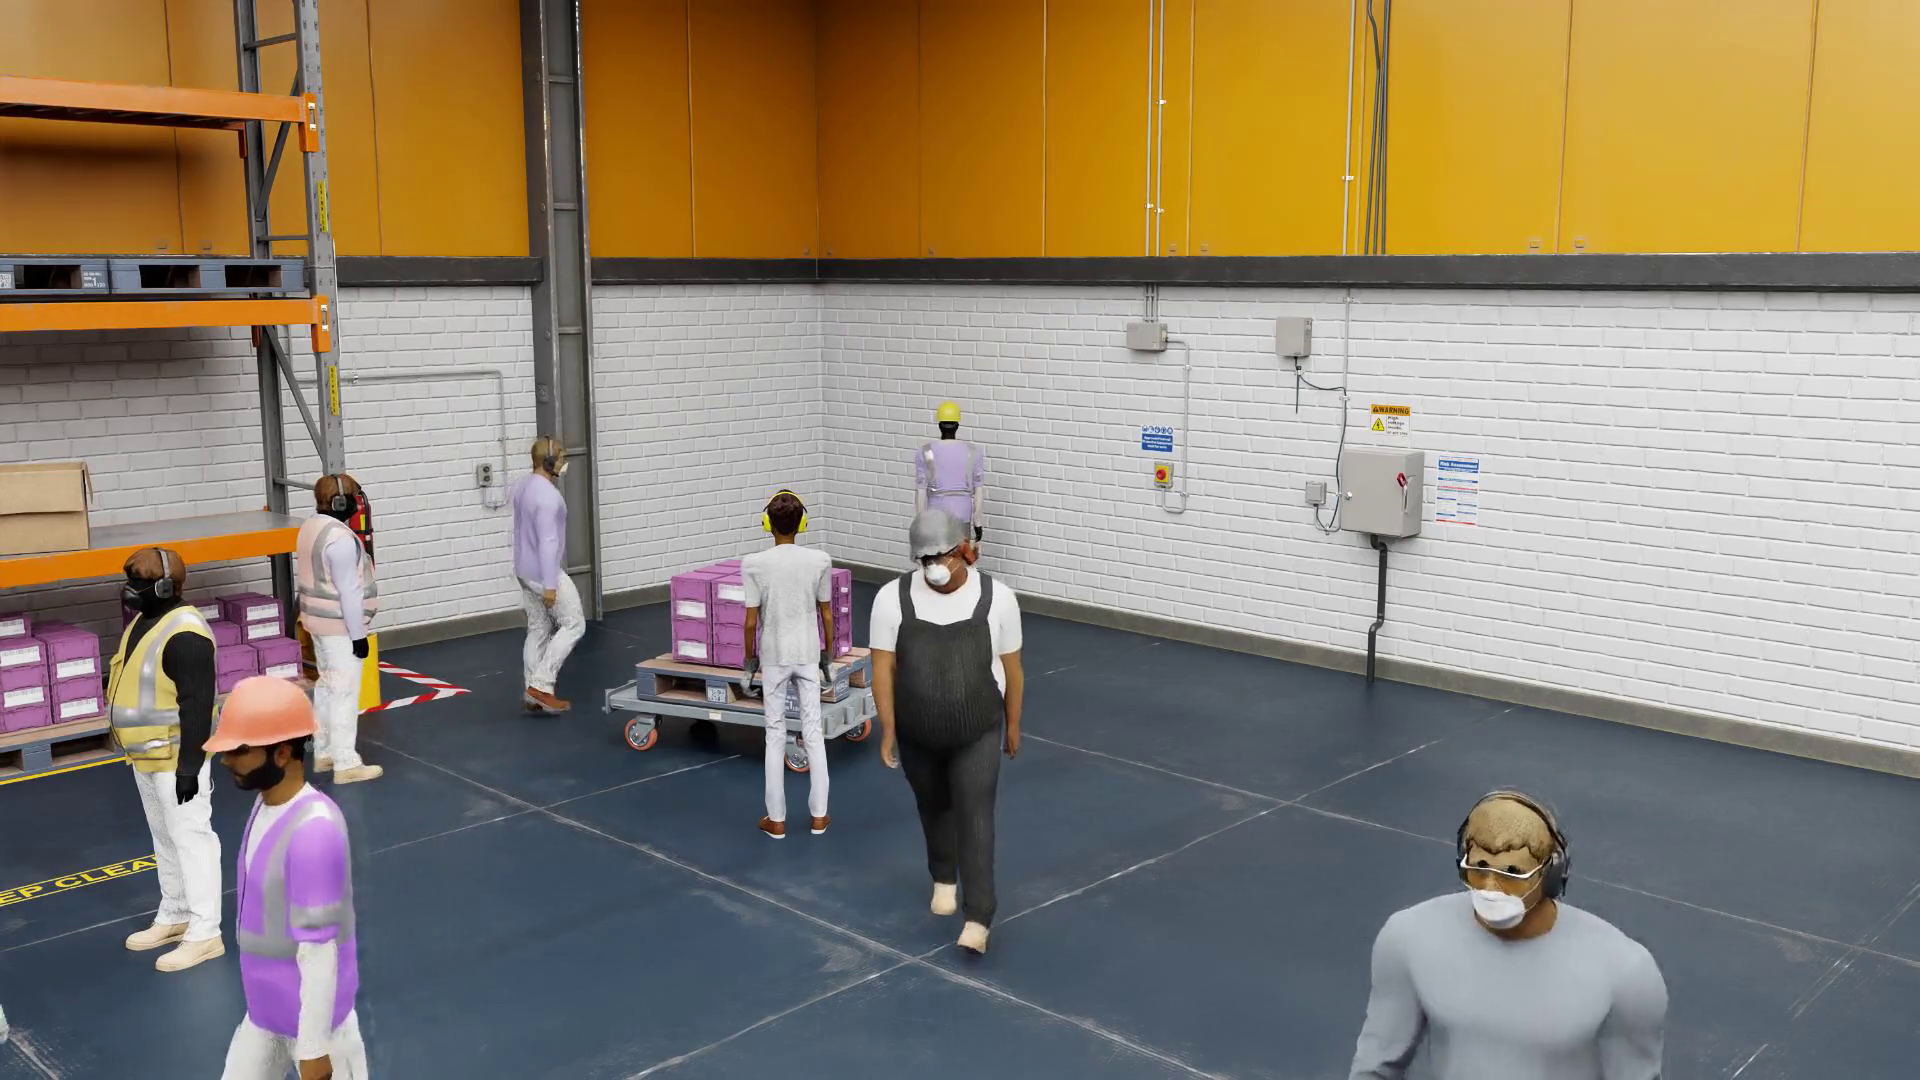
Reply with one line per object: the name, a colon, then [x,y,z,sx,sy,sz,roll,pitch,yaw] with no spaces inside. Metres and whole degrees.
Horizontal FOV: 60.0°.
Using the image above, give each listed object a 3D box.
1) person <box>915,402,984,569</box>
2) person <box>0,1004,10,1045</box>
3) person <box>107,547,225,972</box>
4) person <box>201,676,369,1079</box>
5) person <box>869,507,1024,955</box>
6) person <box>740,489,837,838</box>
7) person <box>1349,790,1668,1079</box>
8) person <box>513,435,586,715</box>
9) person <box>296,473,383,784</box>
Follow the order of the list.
person: [-0.098,-0.190,14.011,0.615,1.936,0.452,-2,9,-11]
person: [-3.175,1.419,5.114,0.519,1.582,0.863,6,11,31]
person: [-3.468,0.939,7.269,0.625,1.846,0.429,9,13,44]
person: [-1.874,1.308,4.853,0.942,1.901,0.547,-7,12,-38]
person: [-0.071,0.804,7.497,0.697,2.000,1.056,1,9,5]
person: [-0.916,0.661,8.892,0.517,1.874,0.328,-2,10,-14]
person: [1.145,1.497,3.675,0.663,1.895,0.960,6,11,34]
person: [-2.798,0.248,11.276,0.439,1.919,0.656,-6,11,-33]
person: [-3.692,0.517,9.916,0.429,1.834,0.619,-7,12,-37]
